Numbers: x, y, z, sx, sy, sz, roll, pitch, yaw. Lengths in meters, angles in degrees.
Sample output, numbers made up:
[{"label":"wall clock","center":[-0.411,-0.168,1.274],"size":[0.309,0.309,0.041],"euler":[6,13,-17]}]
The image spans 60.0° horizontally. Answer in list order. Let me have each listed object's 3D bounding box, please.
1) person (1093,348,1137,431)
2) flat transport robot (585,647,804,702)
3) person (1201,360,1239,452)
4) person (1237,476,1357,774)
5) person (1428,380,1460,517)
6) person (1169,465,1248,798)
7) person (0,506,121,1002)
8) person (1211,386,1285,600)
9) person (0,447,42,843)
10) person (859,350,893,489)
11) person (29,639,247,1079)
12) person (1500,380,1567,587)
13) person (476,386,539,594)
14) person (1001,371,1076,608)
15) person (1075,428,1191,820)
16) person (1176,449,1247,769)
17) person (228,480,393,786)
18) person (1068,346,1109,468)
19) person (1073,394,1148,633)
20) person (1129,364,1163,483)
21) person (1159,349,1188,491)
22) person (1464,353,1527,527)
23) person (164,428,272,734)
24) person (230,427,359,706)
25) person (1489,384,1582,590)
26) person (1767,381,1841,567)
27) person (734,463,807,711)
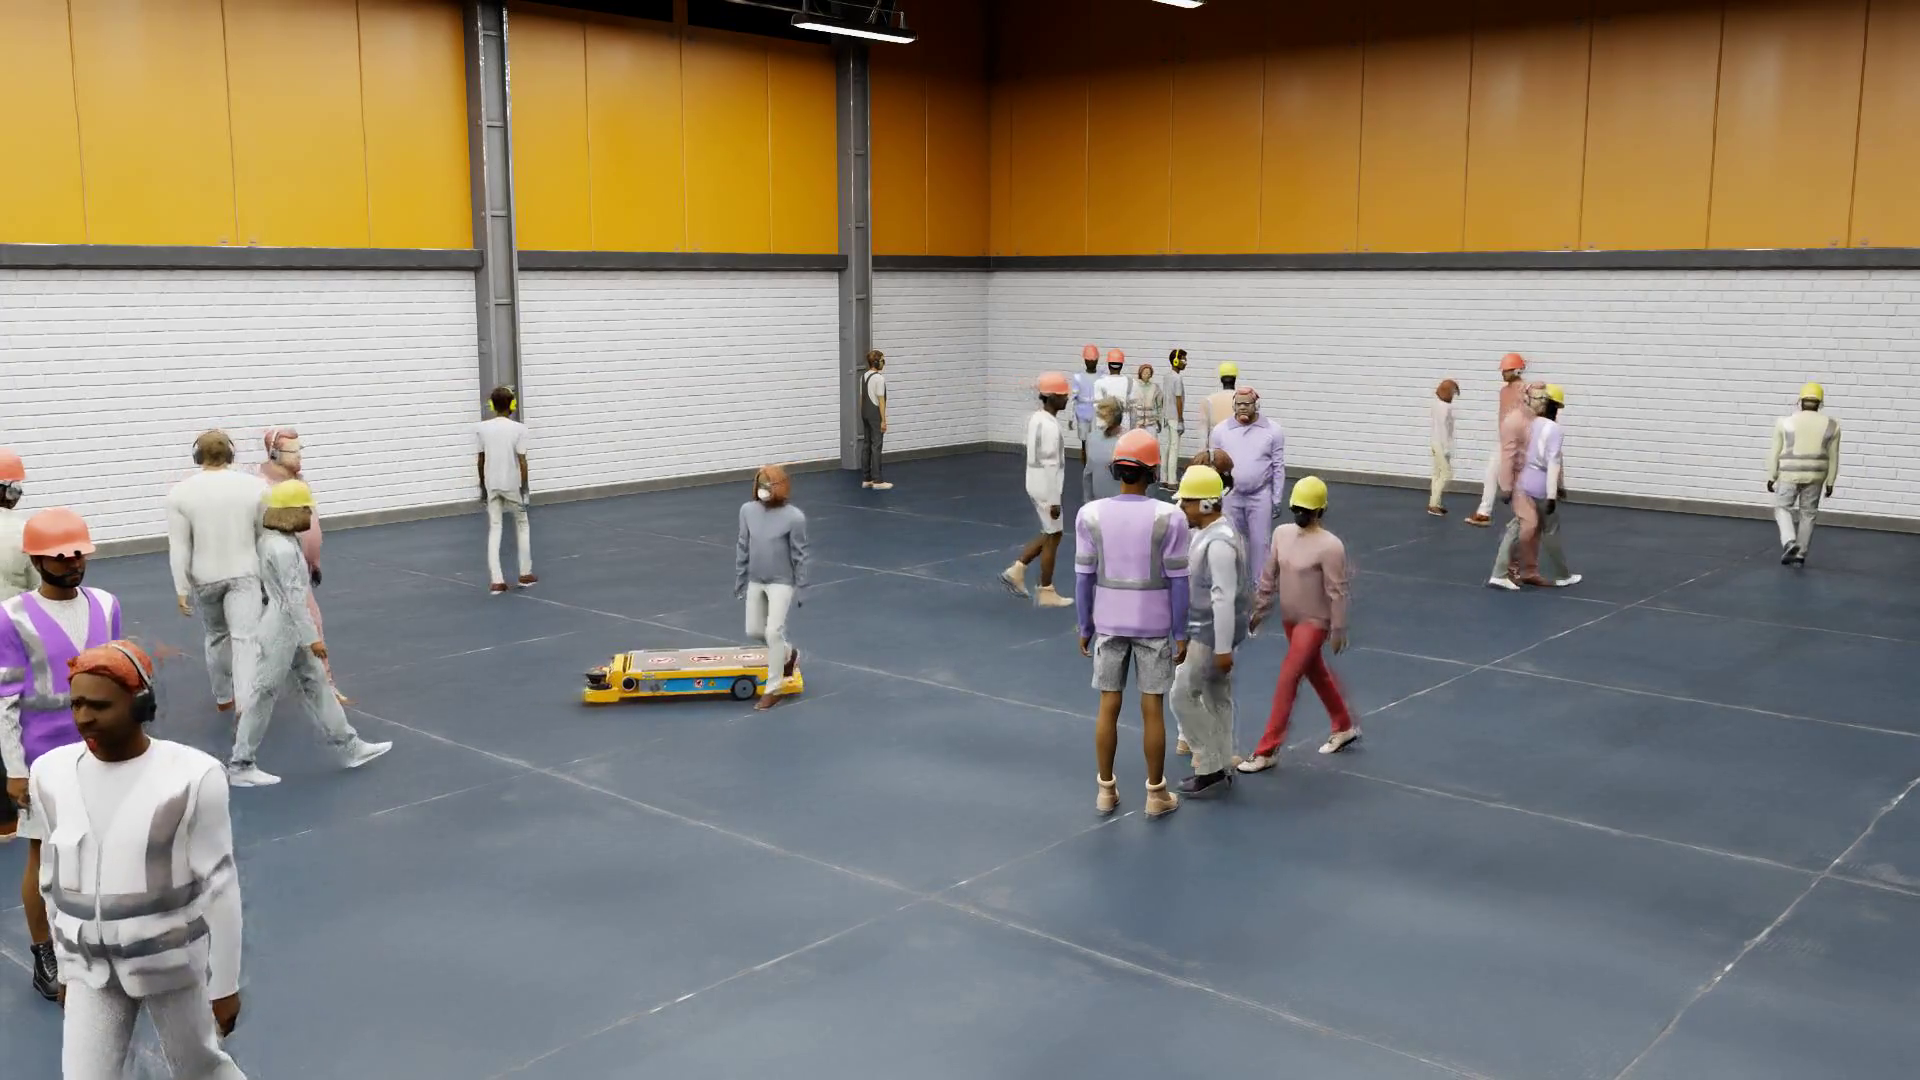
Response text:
[{"label":"person","center":[1.899,-1.385,20.477],"size":[0.551,1.935,0.371],"euler":[-1,9,-6]},{"label":"flat transport robot","center":[-1.804,0.903,11.328],"size":[1.431,0.197,0.652],"euler":[-1,9,-9]},{"label":"person","center":[2.904,-0.997,18.137],"size":[0.607,1.906,0.589],"euler":[4,10,24]},{"label":"person","center":[2.011,0.462,9.595],"size":[0.933,1.710,0.528],"euler":[-5,10,-28]},{"label":"person","center":[5.686,-1.083,19.613],"size":[0.331,1.611,0.558],"euler":[1,9,6]},{"label":"person","center":[1.322,0.498,9.048],"size":[0.474,1.812,0.590],"euler":[1,9,8]},{"label":"person","center":[-3.516,0.826,6.590],"size":[0.362,1.939,0.542],"euler":[5,10,28]},{"label":"person","center":[2.438,-0.366,14.216],"size":[0.657,1.900,0.395],"euler":[3,9,15]},{"label":"person","center":[-4.792,0.504,8.496],"size":[0.659,1.968,0.774],"euler":[1,9,7]},{"label":"person","center":[-1.137,-1.595,22.086],"size":[0.351,1.846,0.506],"euler":[-6,11,-35]},{"label":"person","center":[-2.283,1.172,4.719],"size":[0.585,1.852,0.926],"euler":[1,9,4]},{"label":"person","center":[5.181,-0.500,15.066],"size":[0.672,1.894,0.411],"euler":[-7,11,-35]},{"label":"person","center":[-4.075,-0.465,14.991],"size":[0.549,1.845,0.739],"euler":[1,9,5]},{"label":"person","center":[0.707,-0.420,14.115],"size":[0.545,2.030,0.624],"euler":[-2,9,-10]},{"label":"person","center":[0.903,0.440,8.685],"size":[0.605,2.044,0.375],"euler":[3,10,19]},{"label":"person","center":[1.437,0.391,9.629],"size":[0.429,1.844,0.625],"euler":[-1,9,-8]},{"label":"person","center":[-3.685,0.519,9.266],"size":[0.881,1.697,0.496],"euler":[-3,9,-17]},{"label":"person","center":[1.751,-1.664,22.399],"size":[0.587,1.885,1.000],"euler":[1,9,9]},{"label":"person","center":[1.312,-0.230,13.347],"size":[0.935,1.908,0.625],"euler":[-6,11,-32]},{"label":"person","center":[2.514,-1.587,22.709],"size":[0.523,1.633,0.314],"euler":[0,9,1]},{"label":"person","center":[2.826,-1.576,21.914],"size":[0.323,1.862,0.518],"euler":[-3,9,-16]},{"label":"person","center":[6.077,-1.093,18.578],"size":[0.871,1.962,0.617],"euler":[-3,10,-19]},{"label":"person","center":[-4.595,0.252,10.380],"size":[0.617,1.894,1.028],"euler":[-4,10,-21]},{"label":"person","center":[-4.490,0.182,10.940],"size":[0.933,1.876,0.651],"euler":[0,9,0]},{"label":"person","center":[5.199,-0.464,14.971],"size":[0.991,1.859,0.638],"euler":[-4,10,-23]},{"label":"person","center":[8.124,-0.616,16.015],"size":[0.615,1.819,0.515],"euler":[3,9,17]},{"label":"person","center":[-1.215,0.282,10.999],"size":[0.519,1.615,0.576],"euler":[5,10,27]}]
